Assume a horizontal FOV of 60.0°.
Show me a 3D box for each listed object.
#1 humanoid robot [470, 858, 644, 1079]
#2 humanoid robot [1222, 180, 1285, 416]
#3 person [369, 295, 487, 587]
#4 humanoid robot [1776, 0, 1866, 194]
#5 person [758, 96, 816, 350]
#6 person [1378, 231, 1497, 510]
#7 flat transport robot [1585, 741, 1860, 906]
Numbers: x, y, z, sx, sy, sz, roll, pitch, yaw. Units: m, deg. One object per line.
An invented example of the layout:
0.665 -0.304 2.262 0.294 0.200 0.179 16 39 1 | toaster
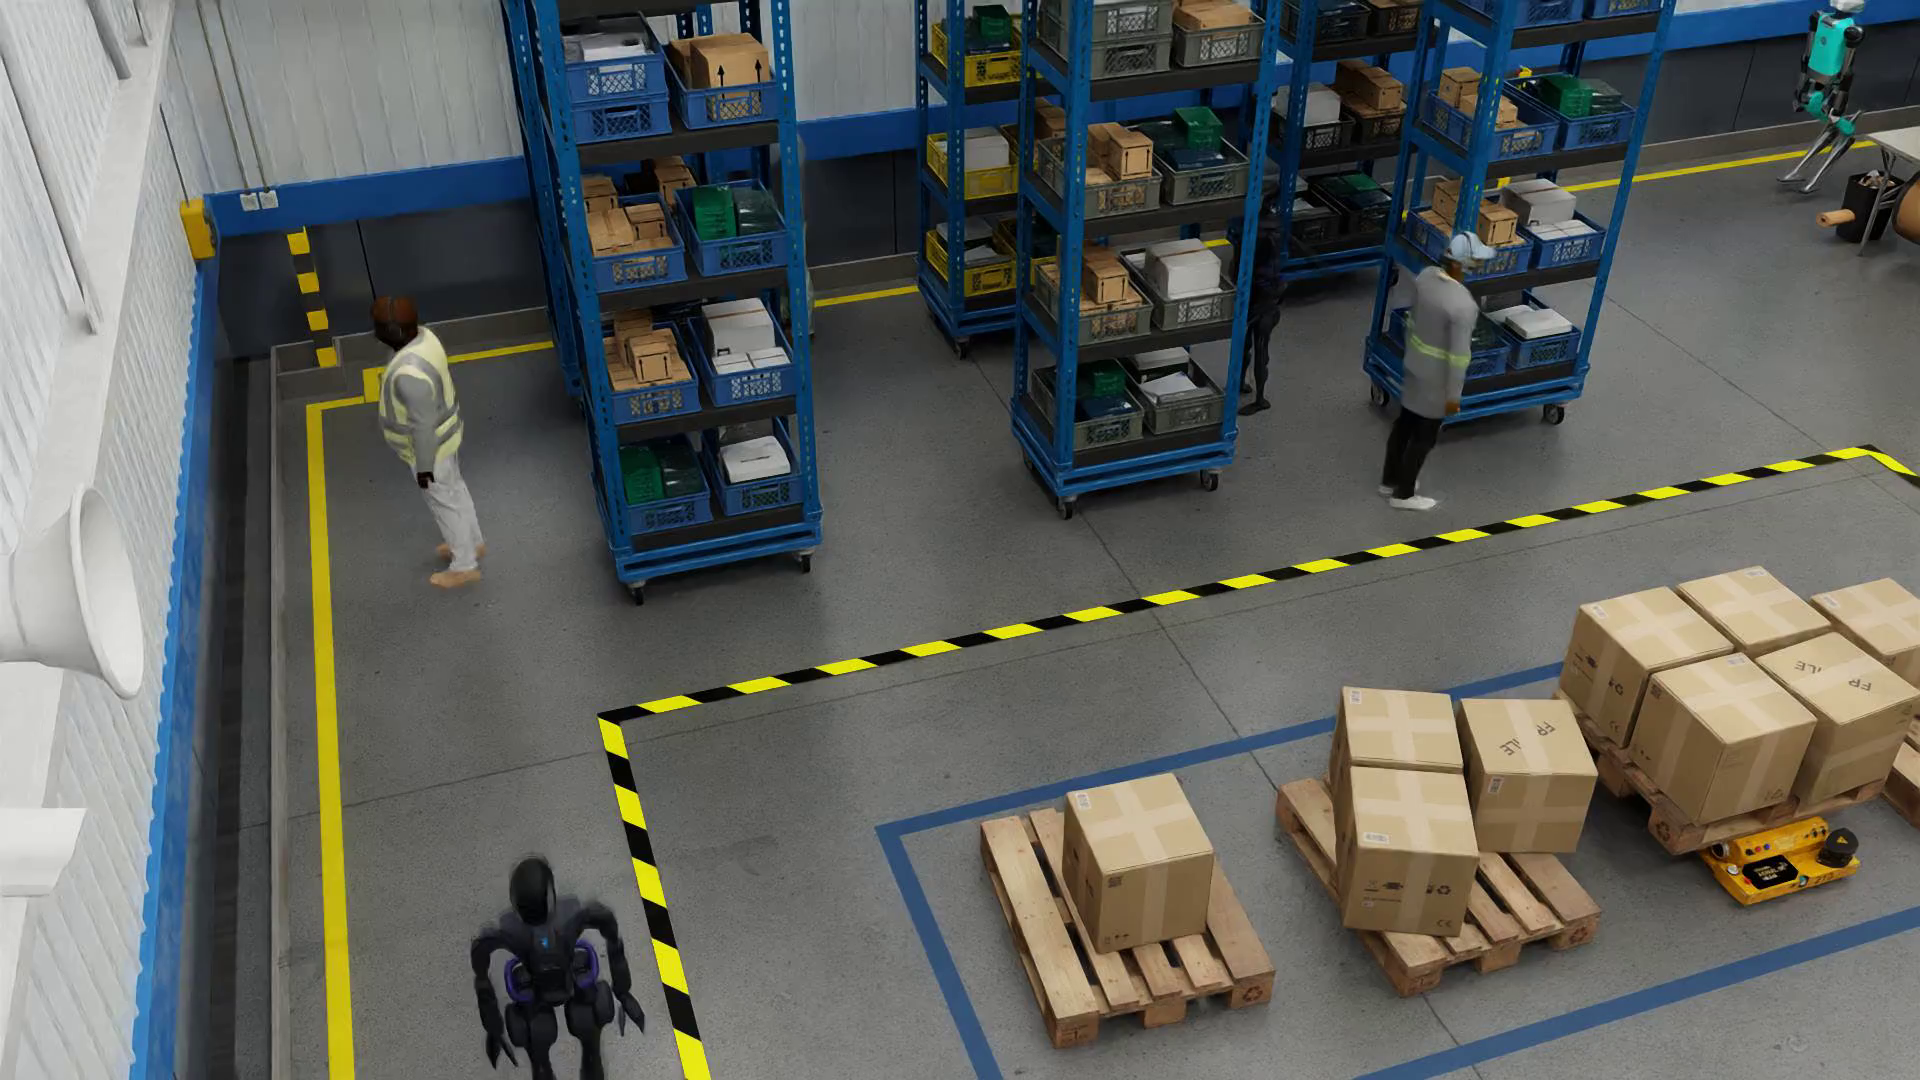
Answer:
-1.526 1.775 6.324 0.610 1.641 0.405 -12 37 -16 | humanoid robot
1.976 -1.626 11.128 0.315 1.655 0.599 -11 37 -15 | humanoid robot
-3.047 -0.555 9.497 0.433 1.830 0.648 -6 36 -8 | person
7.404 -3.771 14.011 0.735 1.677 0.533 -11 37 -15 | humanoid robot
-1.245 -2.289 11.853 0.353 1.937 0.634 -11 37 -15 | person
2.920 -1.024 10.162 0.489 1.830 0.600 -10 36 -14 | person
3.738 1.188 8.347 0.652 0.197 1.431 -11 37 -15 | flat transport robot
